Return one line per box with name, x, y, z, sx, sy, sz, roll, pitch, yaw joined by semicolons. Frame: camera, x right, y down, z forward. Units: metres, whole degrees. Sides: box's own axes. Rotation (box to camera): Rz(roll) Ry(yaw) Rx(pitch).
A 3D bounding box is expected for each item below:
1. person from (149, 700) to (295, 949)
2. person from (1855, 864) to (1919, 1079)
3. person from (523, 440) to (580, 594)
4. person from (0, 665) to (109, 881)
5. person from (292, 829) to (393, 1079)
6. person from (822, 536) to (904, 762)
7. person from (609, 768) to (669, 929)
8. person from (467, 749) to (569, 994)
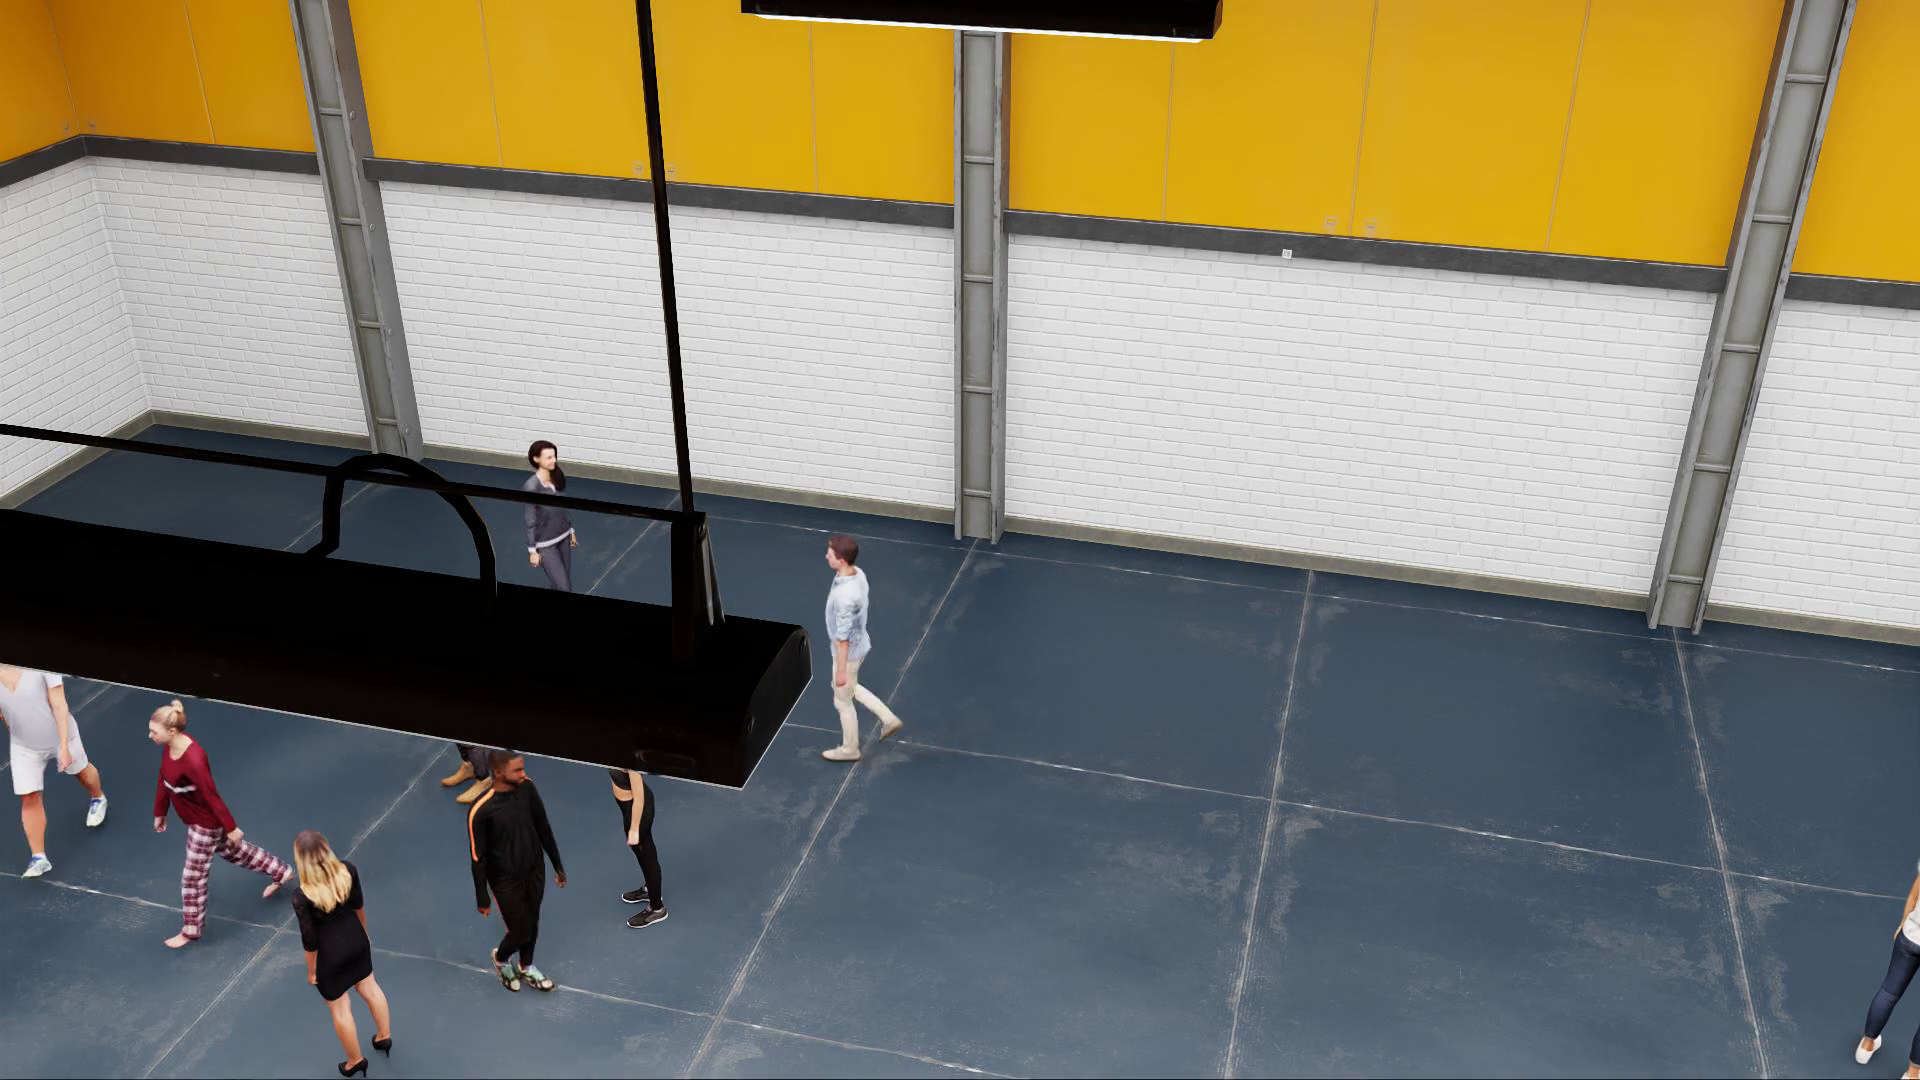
person;-4.624;1.703;10.358;1.083;1.655;1.123;-22;36;-35
person;5.369;2.260;9.178;0.707;1.807;0.631;-18;33;-30
person;-3.358;0.003;13.366;0.634;1.759;0.665;11;30;19
person;-6.035;1.248;11.047;1.257;1.795;1.071;-4;29;-8
person;-3.451;2.297;9.247;0.571;1.675;0.609;17;33;28
person;-0.702;0.808;11.811;0.886;1.835;0.740;2;29;4
person;-2.016;1.686;10.403;0.639;1.643;0.627;-7;29;-13
person;-2.685;1.935;9.792;0.792;1.791;0.780;17;33;29
